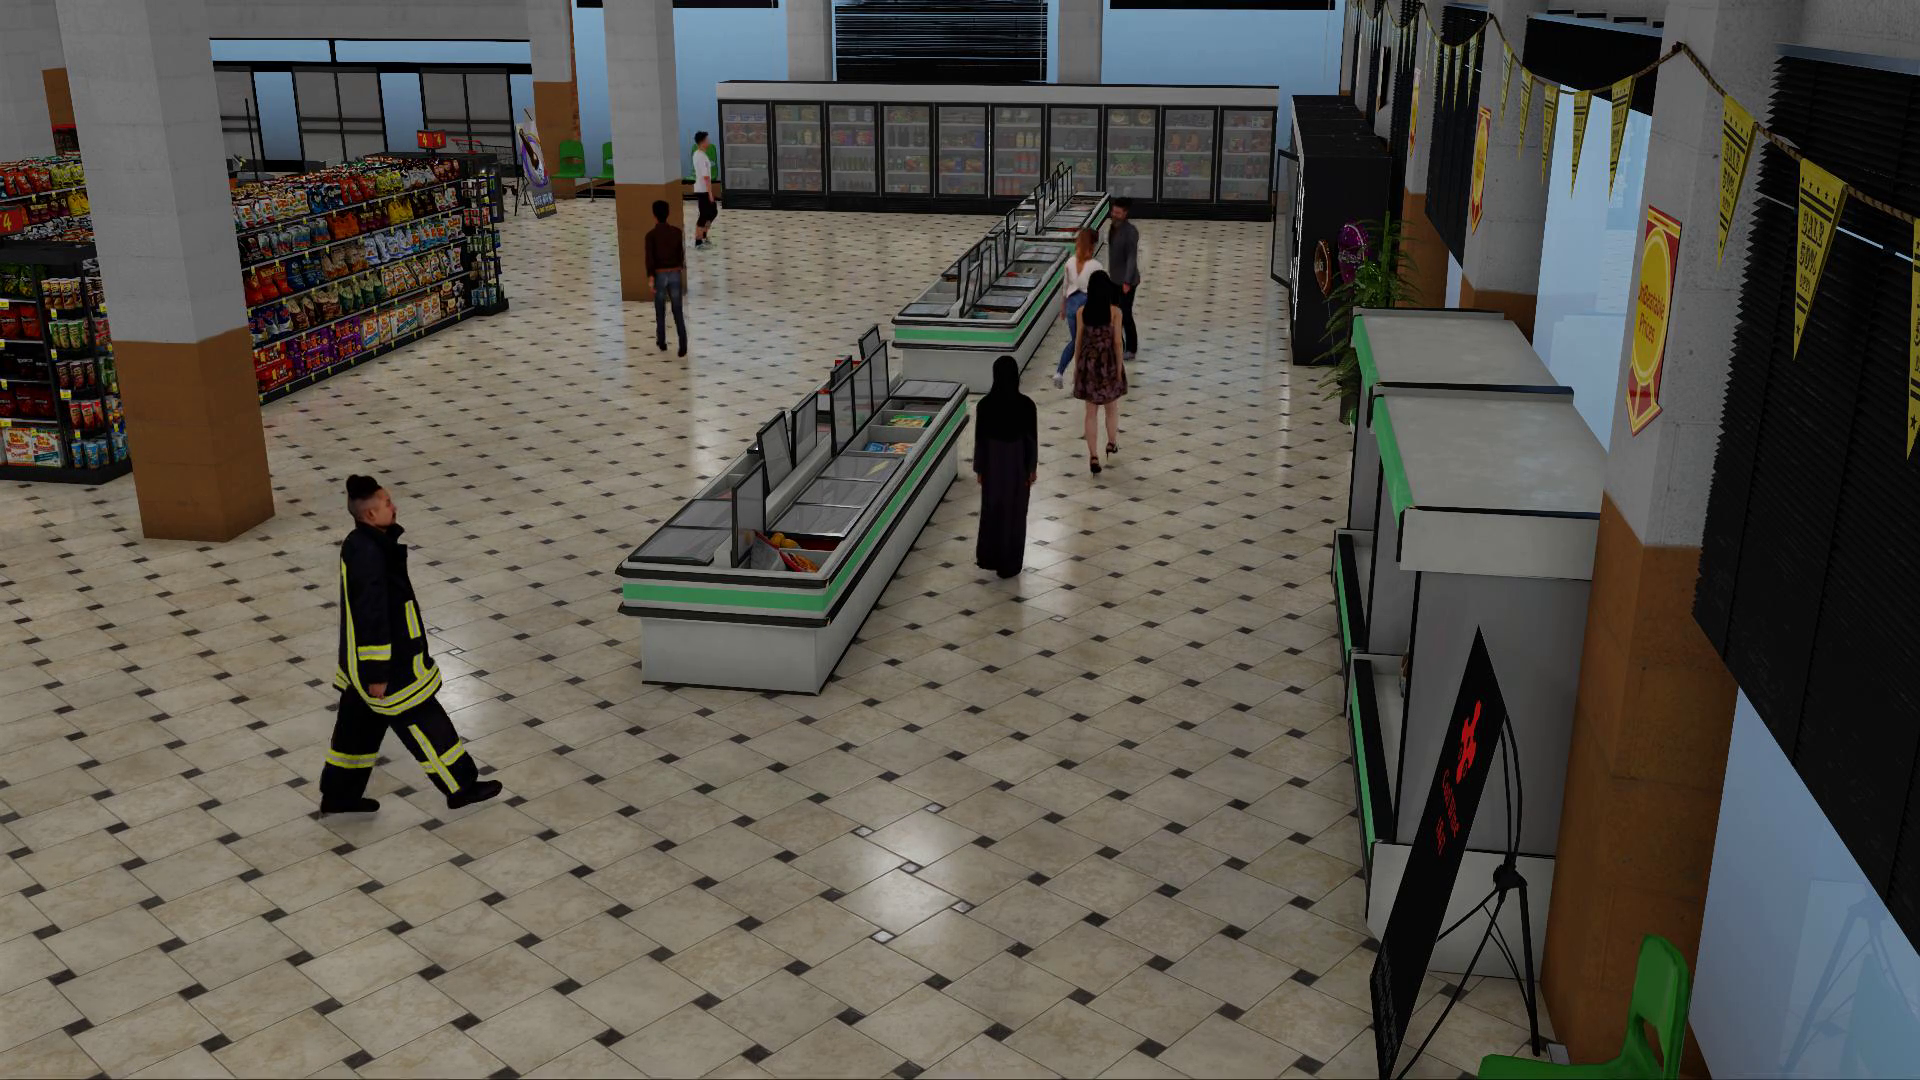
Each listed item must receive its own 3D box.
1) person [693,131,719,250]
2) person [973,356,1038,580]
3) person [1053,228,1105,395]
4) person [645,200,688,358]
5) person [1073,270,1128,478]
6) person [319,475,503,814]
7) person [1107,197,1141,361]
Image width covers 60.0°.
[{"bbox_3d":[-4.158,-5.525,26.355,0.861,1.837,0.741,-5,19,-14],"label":"person"},{"bbox_3d":[0.308,-0.489,11.785,0.603,1.603,0.749,4,19,11],"label":"person"},{"bbox_3d":[1.196,-2.313,17.017,0.801,1.717,0.859,12,22,31],"label":"person"},{"bbox_3d":[-3.249,-2.901,18.722,1.068,1.741,1.240,-8,20,-24],"label":"person"},{"bbox_3d":[1.173,-1.404,14.275,0.680,1.745,0.979,5,19,15],"label":"person"},{"bbox_3d":[-2.958,0.579,8.284,1.203,1.815,1.217,-8,20,-22],"label":"person"},{"bbox_3d":[1.846,-2.909,18.610,0.924,1.828,0.840,-5,19,-15],"label":"person"}]
